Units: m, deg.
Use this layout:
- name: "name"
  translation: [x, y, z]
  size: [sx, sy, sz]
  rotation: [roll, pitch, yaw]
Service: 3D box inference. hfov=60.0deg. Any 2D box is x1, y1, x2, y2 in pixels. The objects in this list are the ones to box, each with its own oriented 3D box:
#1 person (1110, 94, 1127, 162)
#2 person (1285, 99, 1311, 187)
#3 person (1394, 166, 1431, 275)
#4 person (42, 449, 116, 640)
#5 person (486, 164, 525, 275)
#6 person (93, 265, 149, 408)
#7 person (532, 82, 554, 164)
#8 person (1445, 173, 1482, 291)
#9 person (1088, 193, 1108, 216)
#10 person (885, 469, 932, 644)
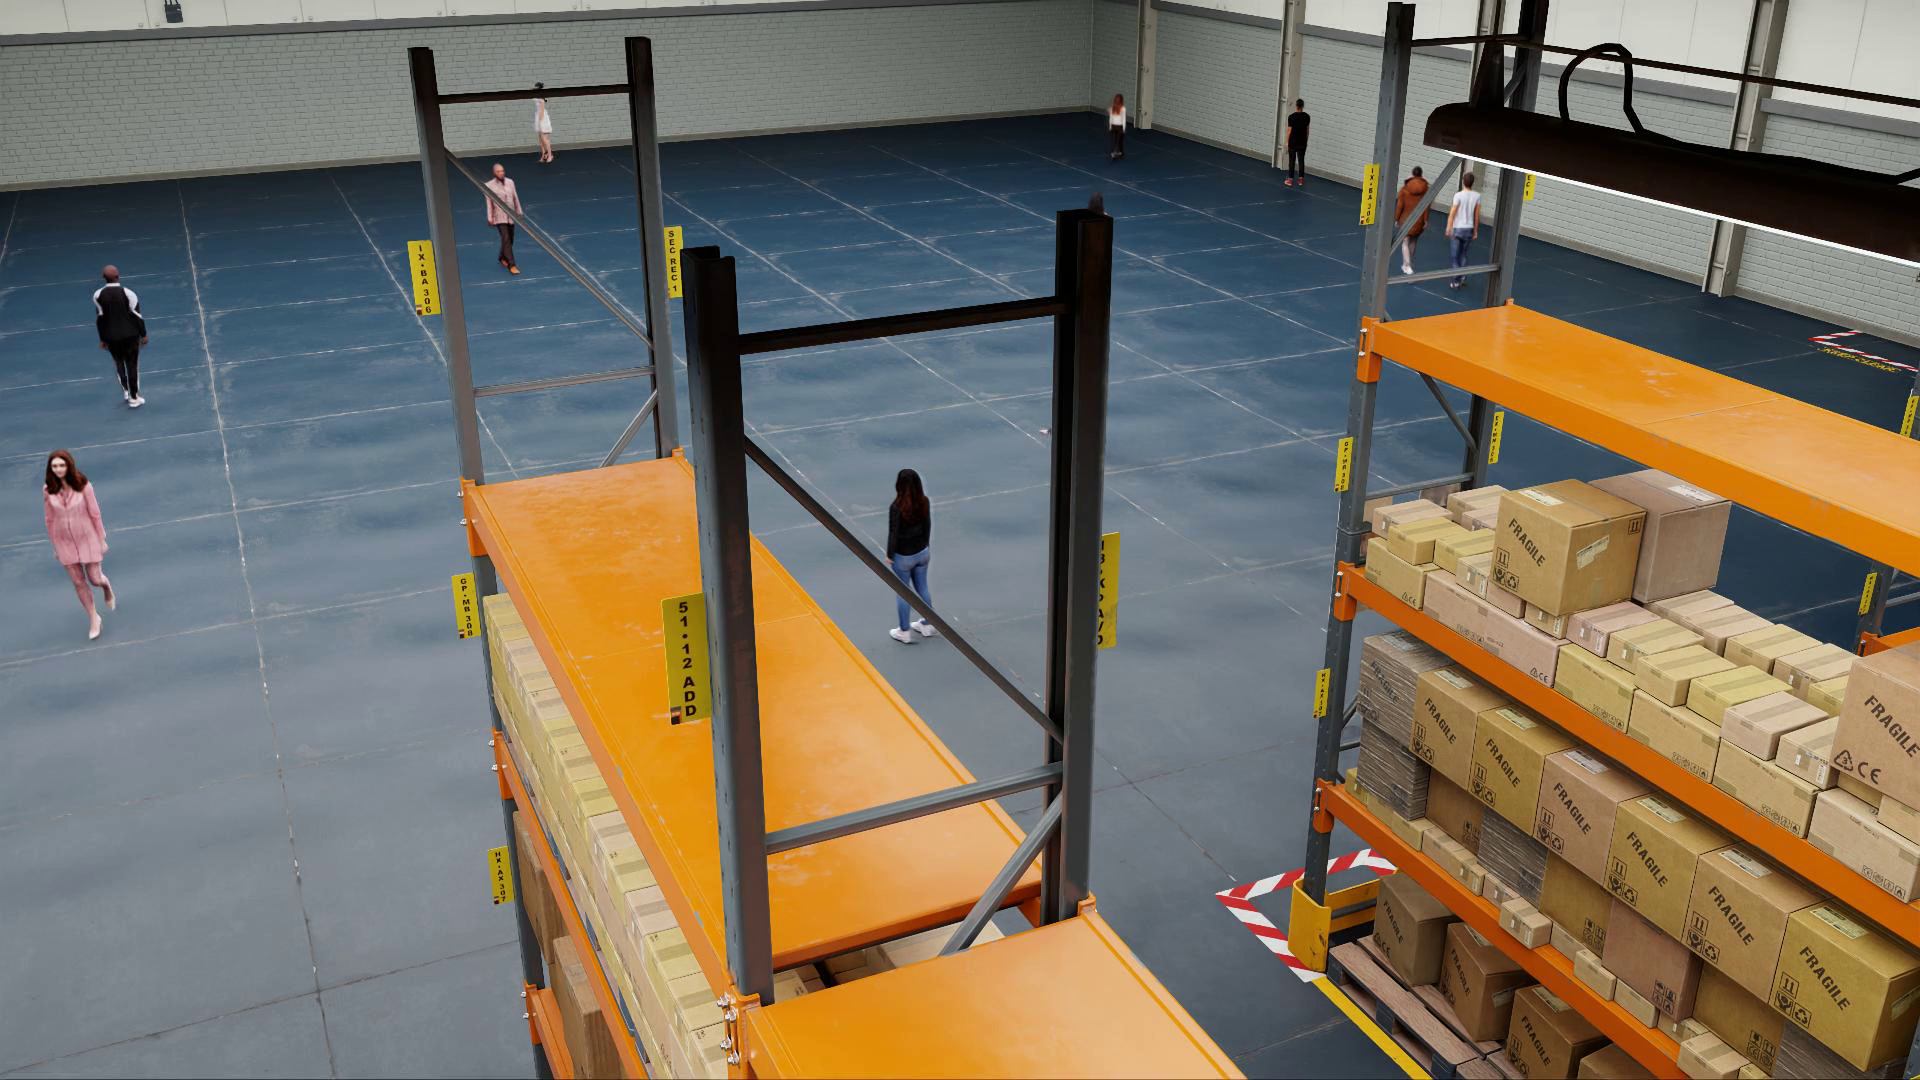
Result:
- name: "person"
  translation: [3.494, -9.185, 37.161]
  size: [0.965, 1.445, 1.010]
  rotation: [9, 25, 21]
- name: "person"
  translation: [7.034, -8.287, 34.650]
  size: [0.691, 1.756, 0.660]
  rotation: [-3, 23, -6]
- name: "person"
  translation: [7.422, -5.176, 27.268]
  size: [0.986, 1.808, 1.228]
  rotation: [-1, 23, -3]
- name: "person"
  translation: [-7.994, -0.001, 15.121]
  size: [0.727, 1.790, 0.866]
  rotation: [-4, 23, -10]
- name: "person"
  translation: [-7.641, -5.391, 27.802]
  size: [1.255, 1.786, 0.946]
  rotation: [21, 31, 40]
- name: "person"
  translation: [-10.681, -2.567, 21.126]
  size: [0.790, 1.813, 0.869]
  rotation: [-4, 23, -10]
- name: "person"
  translation: [-9.354, -9.309, 37.054]
  size: [0.738, 1.756, 0.550]
  rotation: [-3, 23, -7]
- name: "person"
  translation: [8.062, -4.911, 26.585]
  size: [0.697, 1.855, 0.697]
  rotation: [-3, 23, -8]
- name: "person"
  translation: [2.108, -4.696, 26.353]
  size: [1.090, 1.641, 0.884]
  rotation: [-9, 24, -19]
- name: "person"
  translation: [-0.452, 0.131, 15.015]
  size: [0.686, 1.630, 0.654]
  rotation: [-19, 30, -38]
